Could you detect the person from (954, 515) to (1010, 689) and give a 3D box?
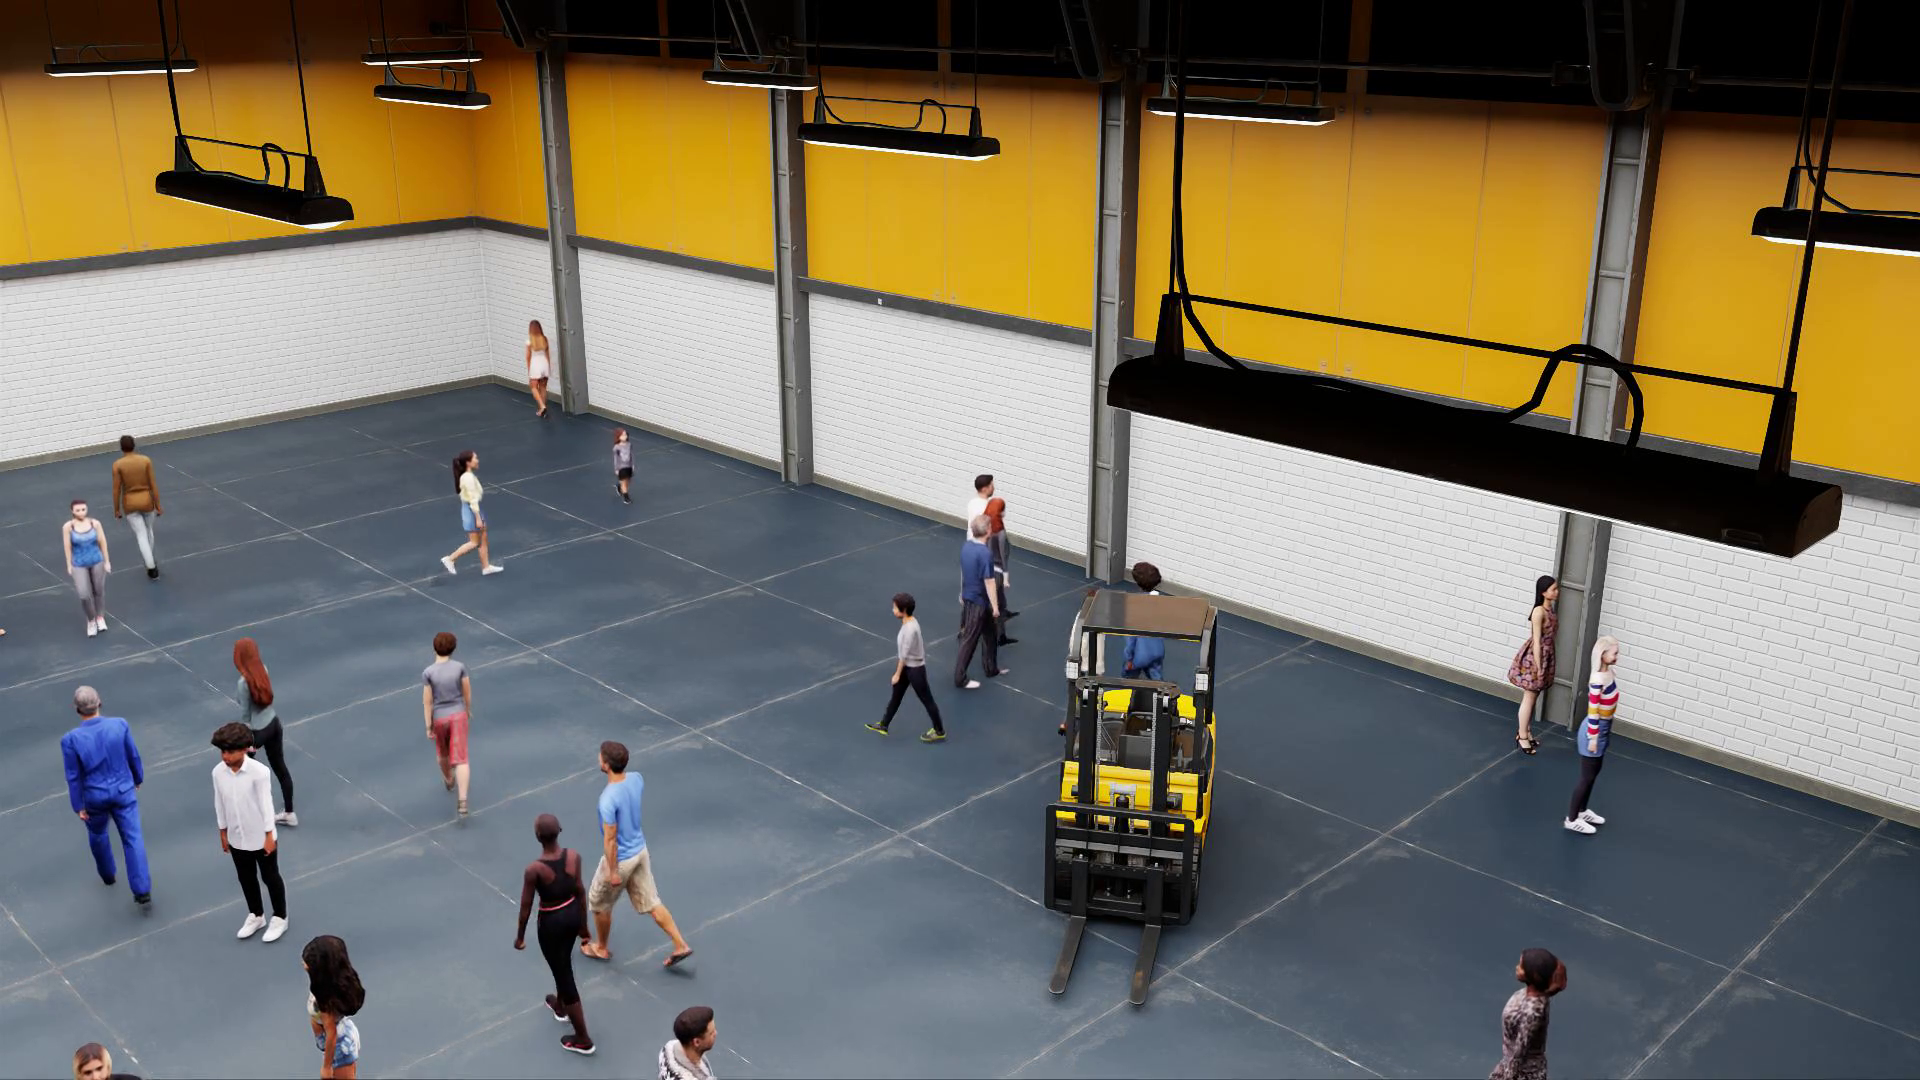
[{"bbox_3d":[0.093,0.671,17.368,0.992,1.828,0.978,-7,20,-19],"label":"person"}]

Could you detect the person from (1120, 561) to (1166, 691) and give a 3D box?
[{"bbox_3d":[1.832,1.121,16.131,0.957,1.764,1.251,-8,20,-23],"label":"person"}]

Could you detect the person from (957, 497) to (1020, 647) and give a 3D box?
[{"bbox_3d":[0.311,0.410,18.249,0.918,1.760,1.042,-10,21,-27],"label":"person"}]

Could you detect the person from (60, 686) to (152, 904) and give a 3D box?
[{"bbox_3d":[-6.750,2.076,13.261,0.882,1.786,1.233,-12,22,-32],"label":"person"}]

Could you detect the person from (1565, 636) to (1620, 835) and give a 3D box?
[{"bbox_3d":[5.513,1.666,14.445,0.595,1.808,0.684,12,22,31],"label":"person"}]

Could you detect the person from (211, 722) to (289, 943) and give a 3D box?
[{"bbox_3d":[-5.449,2.225,12.788,0.680,1.807,0.767,3,19,7],"label":"person"}]

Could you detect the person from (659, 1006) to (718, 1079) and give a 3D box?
[{"bbox_3d":[-1.572,3.427,9.204,1.091,1.814,1.199,-7,20,-20],"label":"person"}]

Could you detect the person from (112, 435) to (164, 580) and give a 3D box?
[{"bbox_3d":[-10.122,-0.373,20.553,0.762,1.774,1.181,-13,23,-34],"label":"person"}]

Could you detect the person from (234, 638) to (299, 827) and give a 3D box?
[{"bbox_3d":[-6.001,1.701,14.501,1.013,1.705,0.864,5,19,14],"label":"person"}]

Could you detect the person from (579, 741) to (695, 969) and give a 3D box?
[{"bbox_3d":[-2.405,2.361,12.332,1.273,1.840,0.888,10,21,27],"label":"person"}]

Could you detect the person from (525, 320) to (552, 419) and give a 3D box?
[{"bbox_3d":[-7.085,-2.858,28.075,0.677,1.682,0.883,-12,22,-31],"label":"person"}]

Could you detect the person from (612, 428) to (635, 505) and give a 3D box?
[{"bbox_3d":[-4.818,-1.078,23.701,0.658,1.100,0.468,17,25,41],"label":"person"}]

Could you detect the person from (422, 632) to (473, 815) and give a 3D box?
[{"bbox_3d":[-4.507,1.661,14.773,0.946,1.607,1.257,-7,20,-19],"label":"person"}]

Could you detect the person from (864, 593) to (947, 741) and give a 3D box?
[{"bbox_3d":[-0.373,1.257,16.132,0.985,1.505,1.015,-3,19,-10],"label":"person"}]

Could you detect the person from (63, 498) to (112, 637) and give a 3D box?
[{"bbox_3d":[-9.925,0.269,18.923,0.648,1.597,0.721,-12,22,-32],"label":"person"}]

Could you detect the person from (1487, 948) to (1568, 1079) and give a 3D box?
[{"bbox_3d":[3.472,3.246,9.967,1.201,1.672,0.903,7,20,20],"label":"person"}]

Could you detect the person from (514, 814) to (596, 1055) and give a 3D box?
[{"bbox_3d":[-2.691,2.723,11.414,0.953,1.739,0.619,14,23,36],"label":"person"}]

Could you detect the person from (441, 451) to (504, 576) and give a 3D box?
[{"bbox_3d":[-6.097,-0.290,20.561,0.918,1.611,1.005,-8,20,-24],"label":"person"}]

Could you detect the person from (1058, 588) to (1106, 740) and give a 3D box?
[{"bbox_3d":[1.109,1.254,15.900,0.836,1.659,0.748,-6,20,-17],"label":"person"}]

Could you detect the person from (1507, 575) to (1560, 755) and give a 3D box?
[{"bbox_3d":[5.541,1.181,15.939,0.747,1.774,0.731,11,21,29],"label":"person"}]

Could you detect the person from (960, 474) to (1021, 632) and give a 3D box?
[{"bbox_3d":[0.136,0.164,18.842,0.988,1.847,1.018,-4,19,-12],"label":"person"}]

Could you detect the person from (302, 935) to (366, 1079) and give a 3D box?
[{"bbox_3d":[-3.852,3.160,10.293,0.706,1.626,0.613,-7,20,-19],"label":"person"}]

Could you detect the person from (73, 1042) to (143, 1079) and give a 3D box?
[{"bbox_3d":[-4.723,3.484,9.309,0.635,1.640,1.036,-15,24,-38],"label":"person"}]
